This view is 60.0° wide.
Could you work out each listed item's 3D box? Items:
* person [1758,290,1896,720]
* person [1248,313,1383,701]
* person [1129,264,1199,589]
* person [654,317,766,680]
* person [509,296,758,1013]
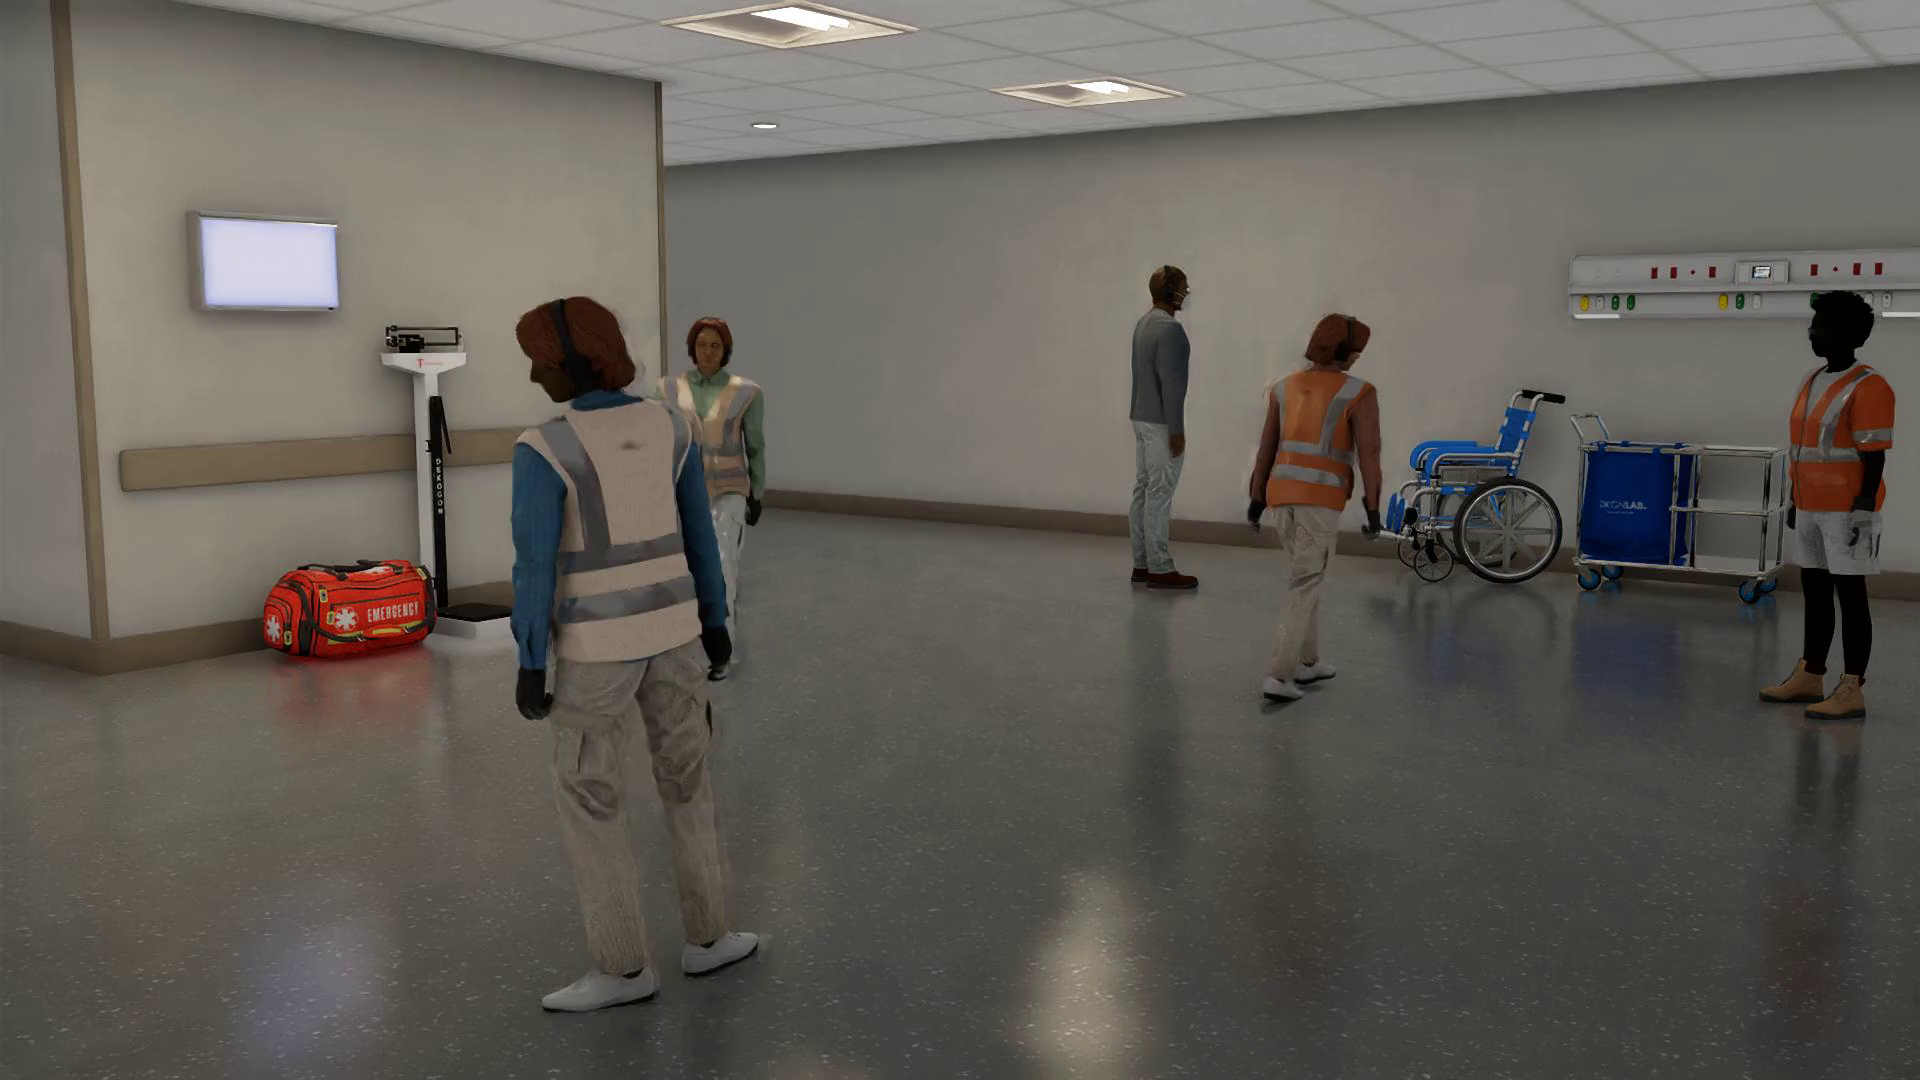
[{"bbox_3d":[3.479,-0.138,6.628,0.322,1.697,0.534,0,7,-3],"label":"person"},{"bbox_3d":[1.490,-0.136,6.963,0.720,1.605,0.533,-6,9,-40],"label":"person"},{"bbox_3d":[1.213,-0.679,10.023,0.379,1.940,0.629,-1,7,-10],"label":"person"},{"bbox_3d":[-1.139,-0.215,7.610,0.514,1.607,0.768,1,7,4],"label":"person"},{"bbox_3d":[-0.739,0.252,3.850,0.321,1.611,0.645,6,9,39],"label":"person"}]
